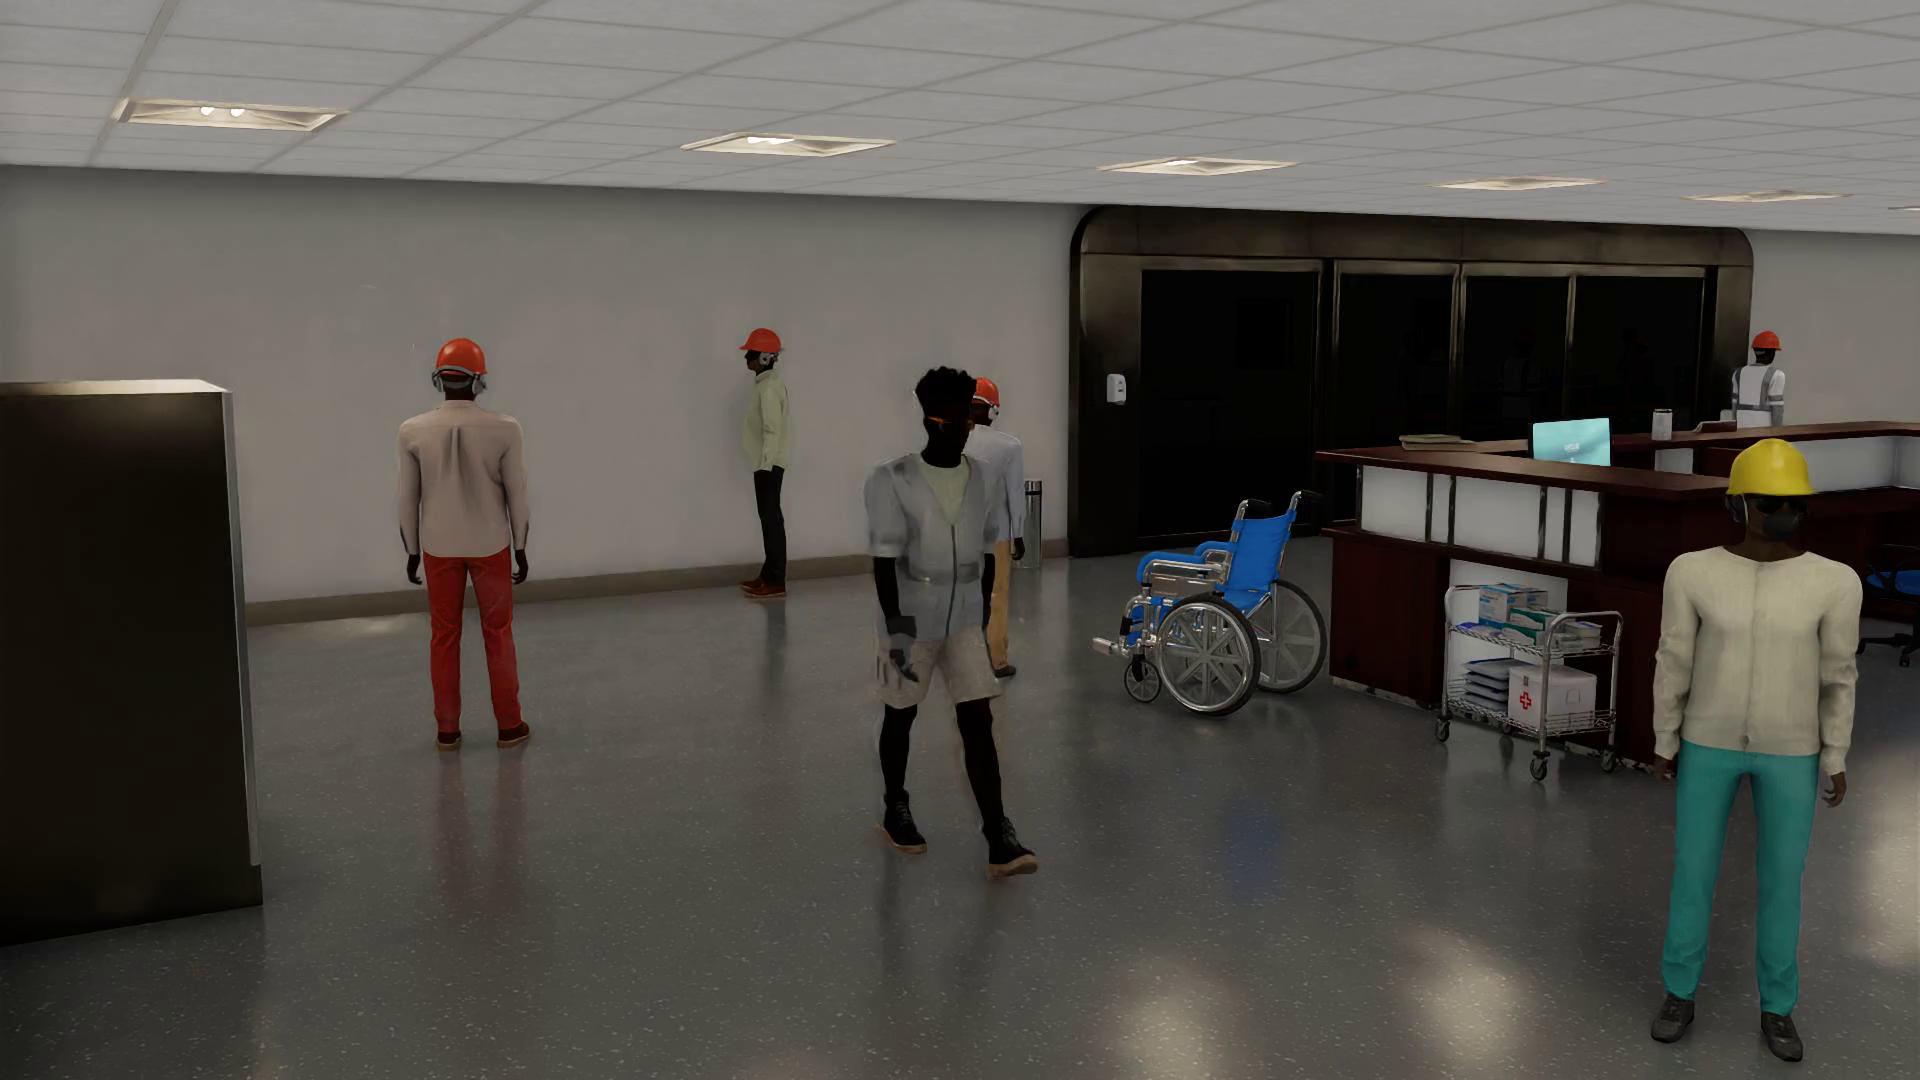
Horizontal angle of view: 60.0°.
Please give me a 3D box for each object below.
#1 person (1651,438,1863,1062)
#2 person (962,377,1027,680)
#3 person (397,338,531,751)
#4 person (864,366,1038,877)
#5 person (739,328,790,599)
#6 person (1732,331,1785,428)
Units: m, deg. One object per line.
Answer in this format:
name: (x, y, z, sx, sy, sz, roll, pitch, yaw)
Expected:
person: (2.260, 0.593, 4.762, 0.530, 1.772, 0.299, 3, 9, 23)
person: (0.126, -0.066, 9.619, 0.564, 1.743, 0.352, 3, 9, 23)
person: (-2.386, 0.026, 8.048, 0.612, 1.995, 0.392, -1, 8, -7)
person: (-0.052, 0.314, 6.243, 0.616, 1.909, 1.010, -4, 9, -26)
person: (-1.447, -0.568, 12.345, 0.376, 1.997, 0.612, -1, 8, -10)
person: (7.790, -1.067, 16.228, 0.393, 1.929, 0.546, -4, 9, -27)
